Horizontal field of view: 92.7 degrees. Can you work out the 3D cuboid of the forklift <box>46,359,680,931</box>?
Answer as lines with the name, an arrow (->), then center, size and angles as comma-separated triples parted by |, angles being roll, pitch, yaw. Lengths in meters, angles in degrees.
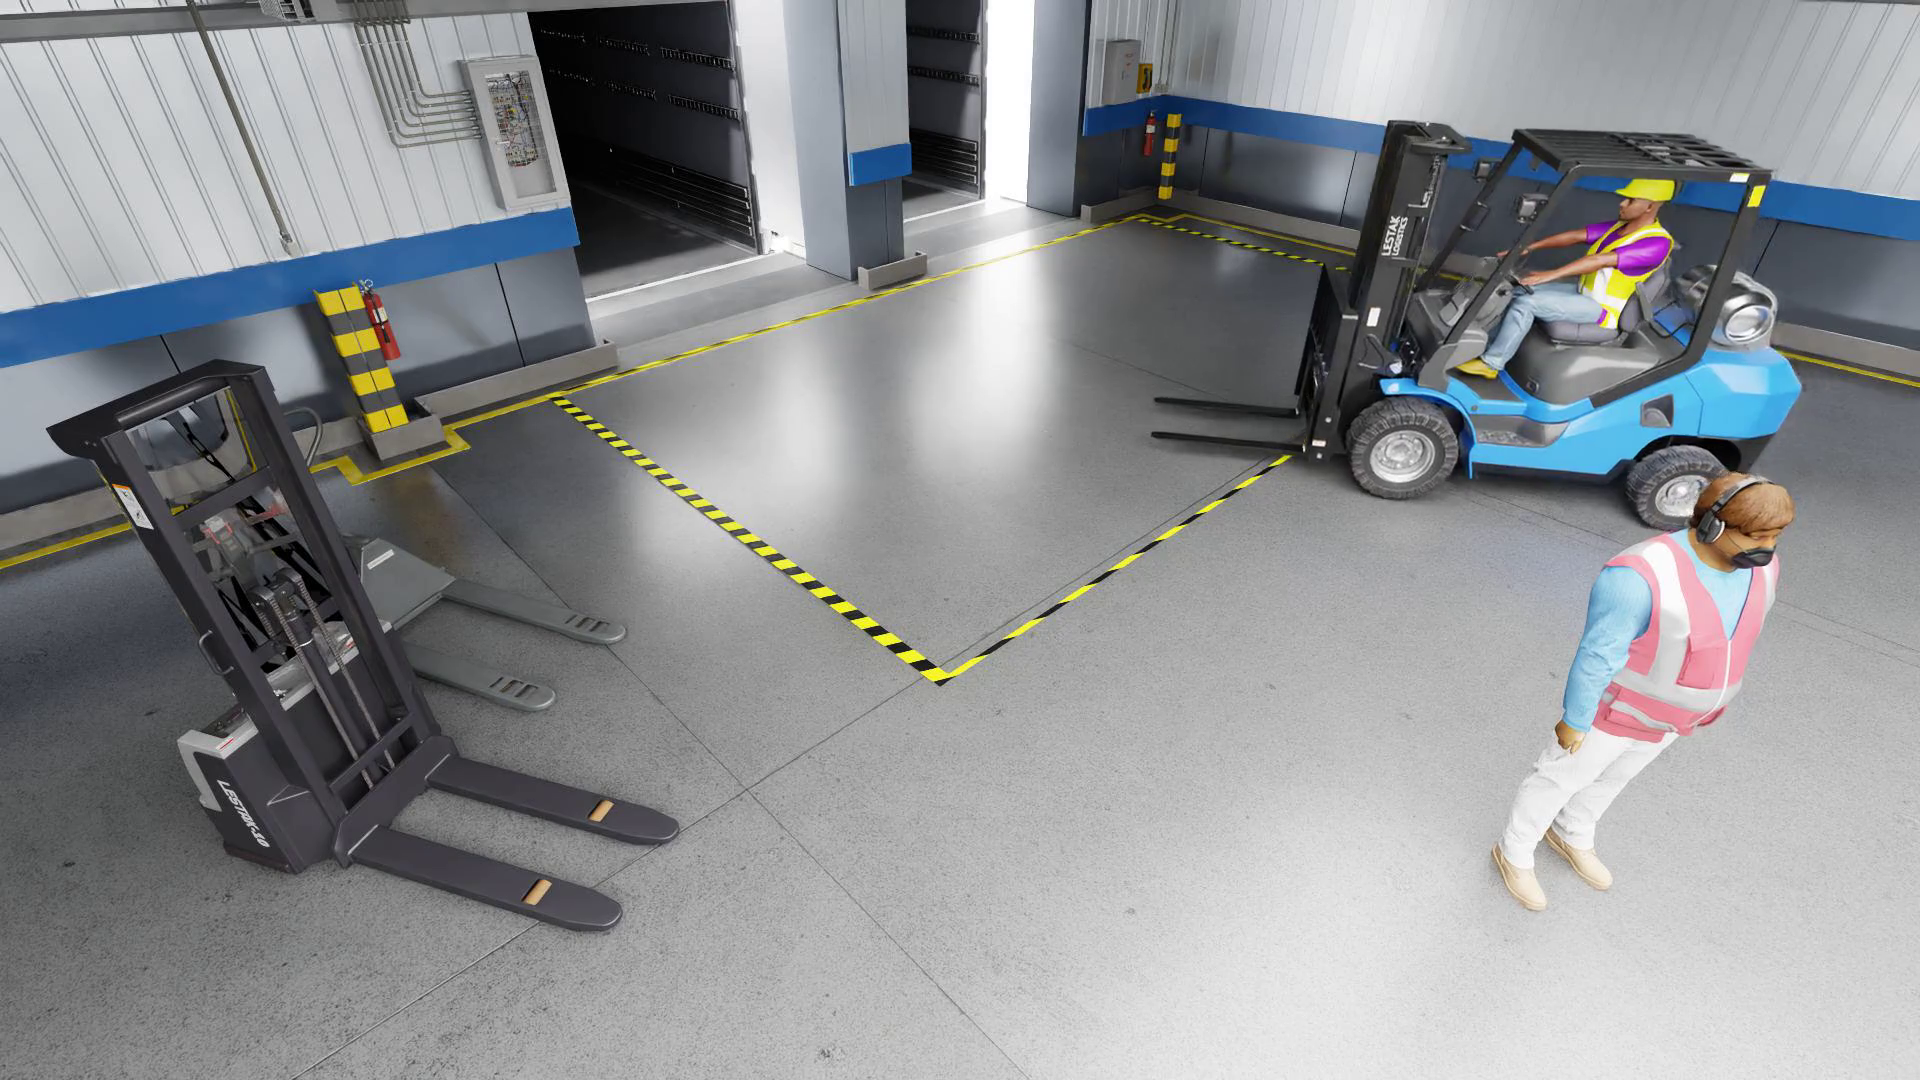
forklift -> -2.135, 0.422, 3.354 | 1.885, 1.965, 0.823 | 10, 35, 14

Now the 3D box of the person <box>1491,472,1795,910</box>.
person -> 2.400, 0.586, 3.250 | 0.626, 1.844, 0.429 | -9, 35, -13

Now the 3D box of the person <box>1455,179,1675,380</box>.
person -> 3.715, -1.646, 5.746 | 1.004, 1.294, 0.635 | 7, 35, 10

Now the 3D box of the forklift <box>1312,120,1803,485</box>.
forklift -> 3.772, -1.480, 5.835 | 2.680, 2.036, 1.157 | 7, 35, 10

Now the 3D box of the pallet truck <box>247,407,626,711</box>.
pallet truck -> -2.628, 0.038, 4.590 | 1.601, 1.201, 0.680 | 12, 36, 18
